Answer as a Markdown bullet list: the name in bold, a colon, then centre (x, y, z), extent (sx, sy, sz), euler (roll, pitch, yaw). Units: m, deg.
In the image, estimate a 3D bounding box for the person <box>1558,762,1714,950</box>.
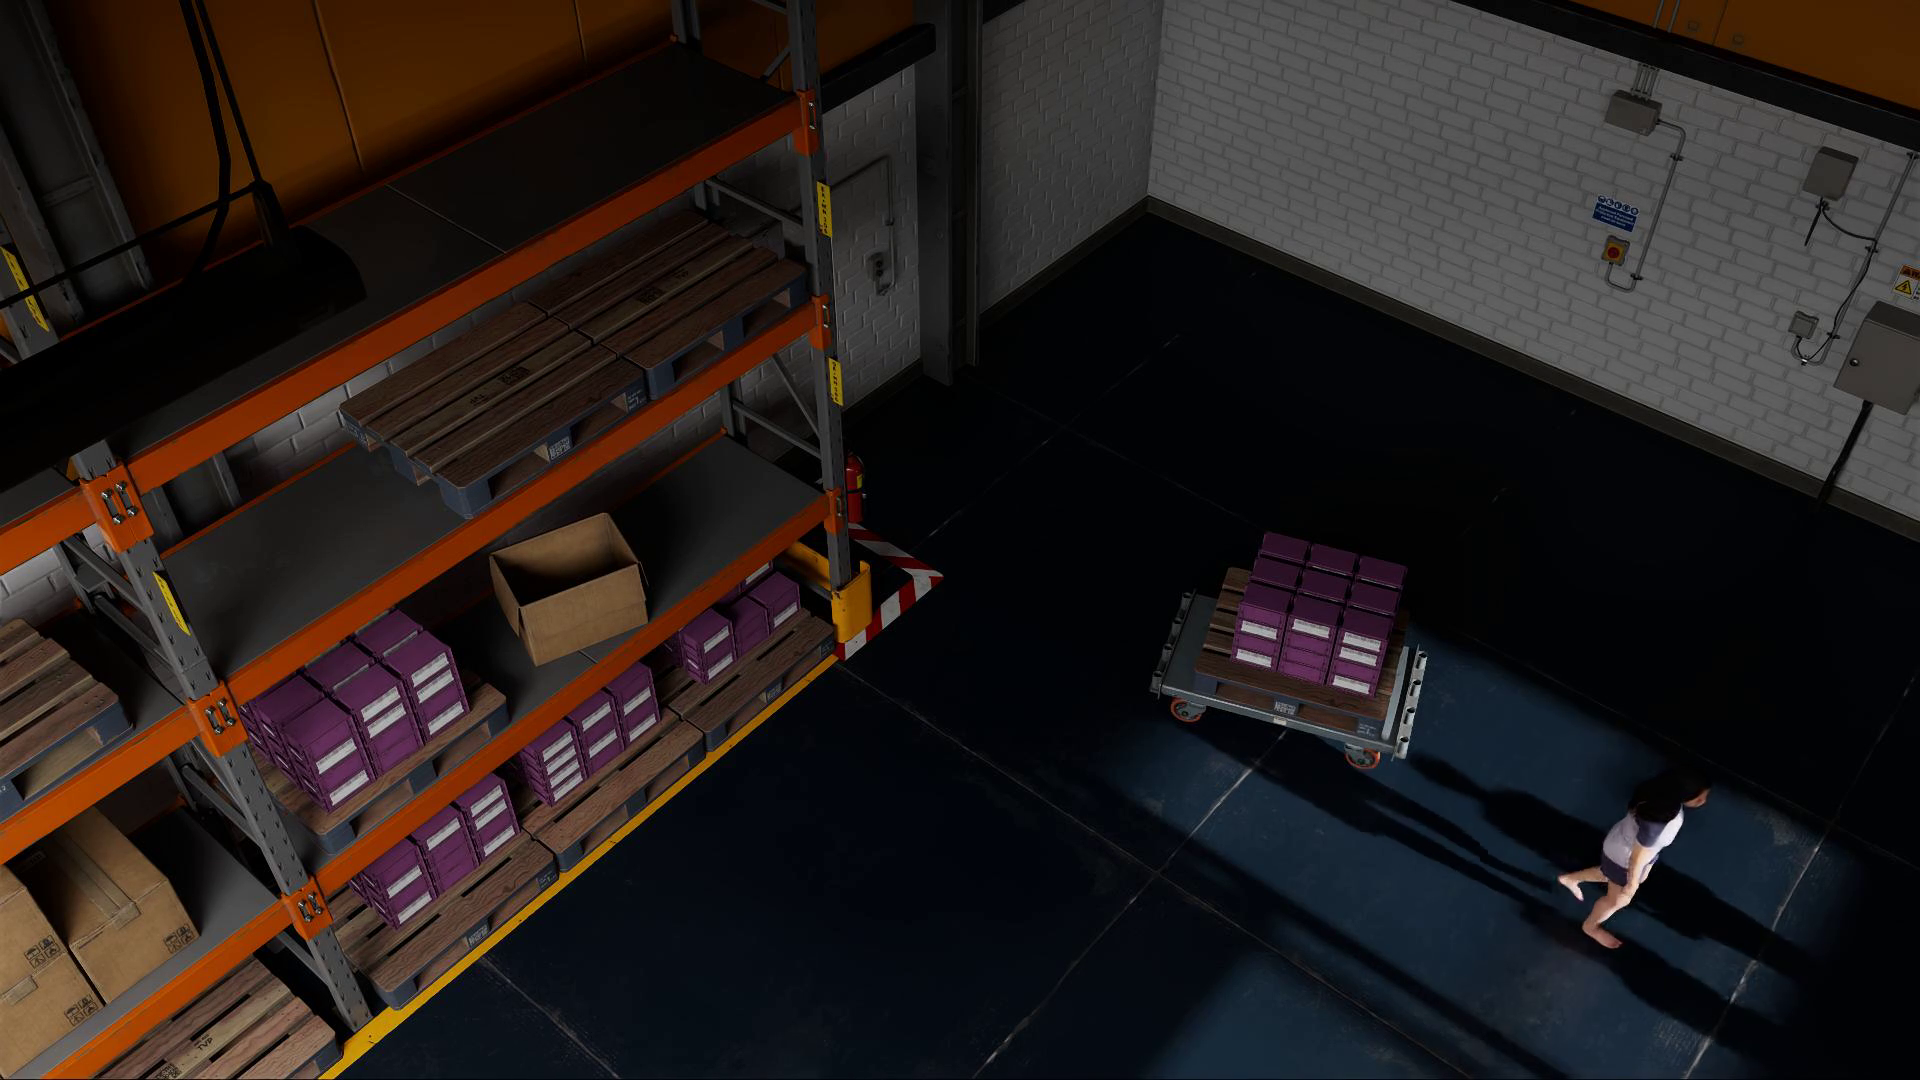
- **person**: centre (3.644, 1.681, 9.207), extent (0.709, 1.681, 0.702), euler (22, 48, 22)
